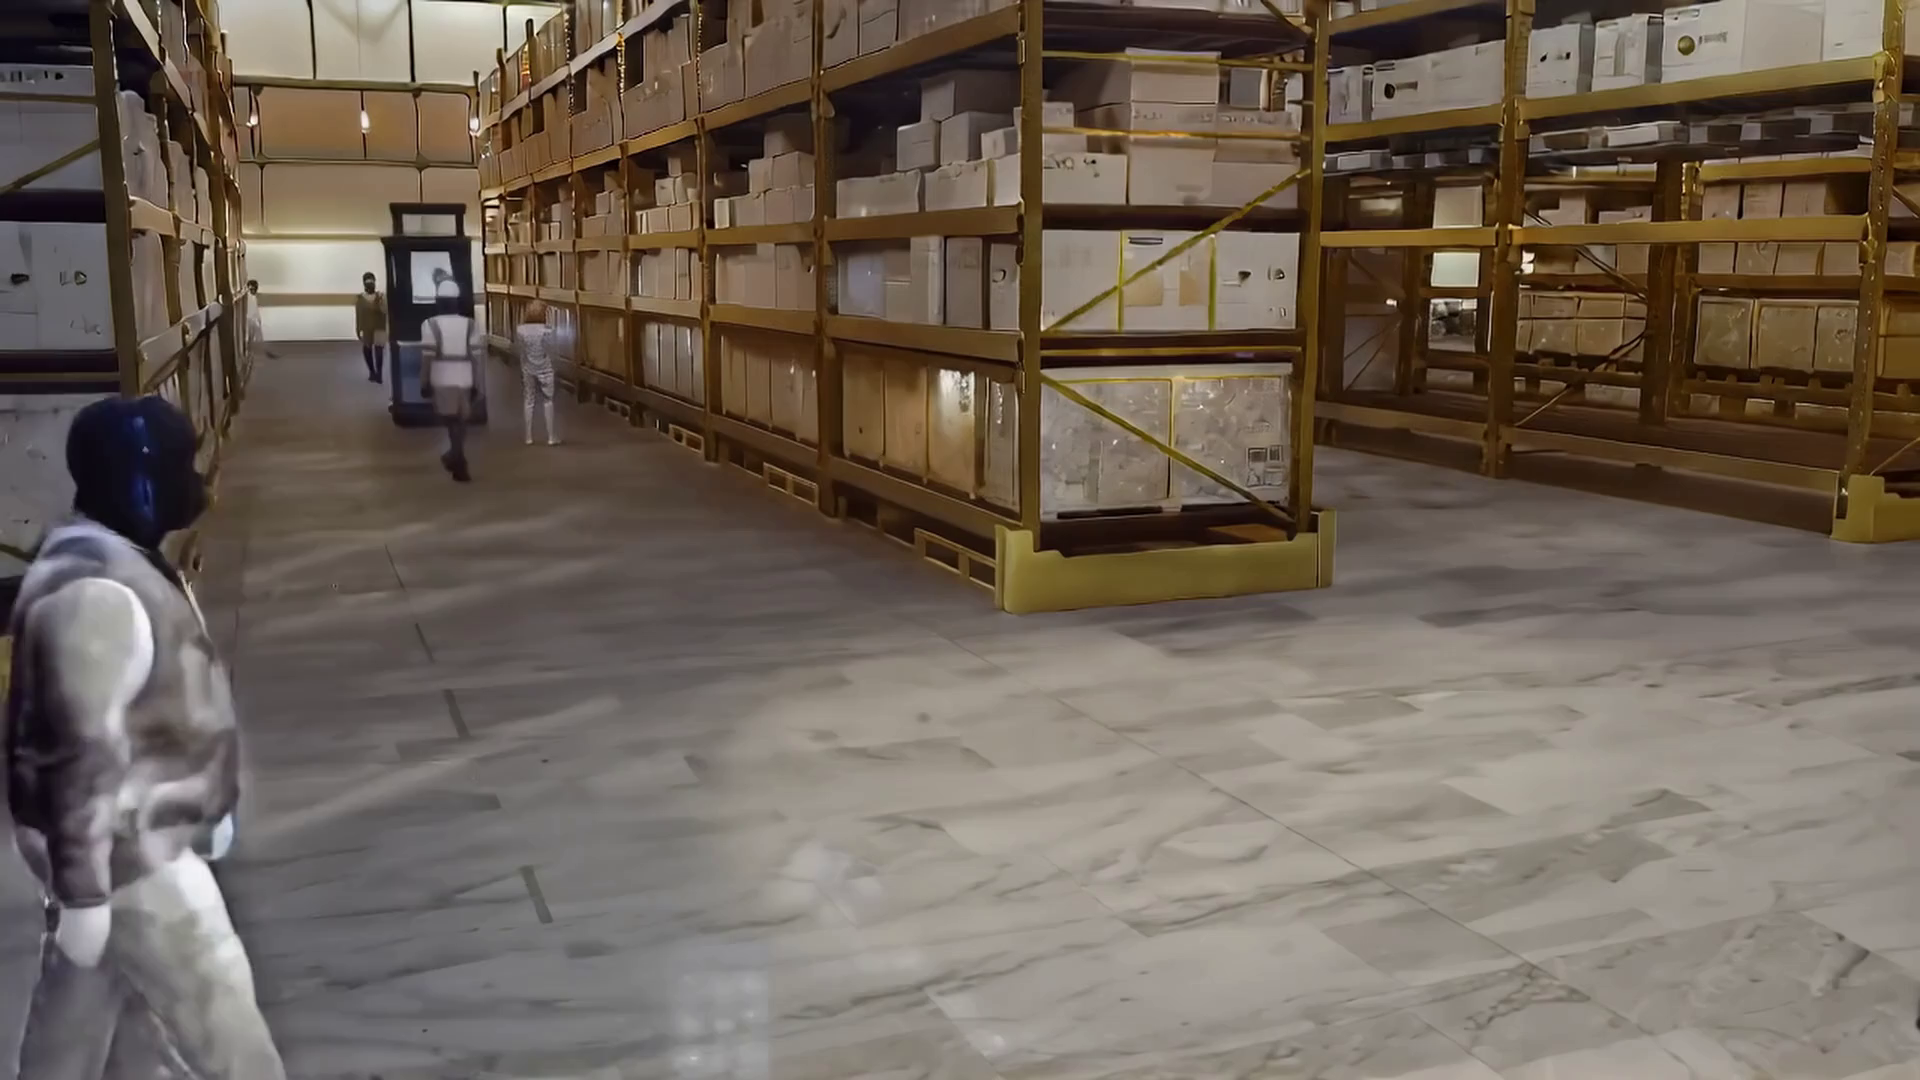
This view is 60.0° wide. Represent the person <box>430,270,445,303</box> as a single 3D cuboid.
[{"bbox_3d":[-11.361,-4.914,36.234,1.003,1.889,0.635,-3,10,-19],"label":"person"}]

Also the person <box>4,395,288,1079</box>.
[{"bbox_3d":[-1.607,0.604,3.466,0.904,1.797,0.651,-4,10,-23],"label":"person"}]

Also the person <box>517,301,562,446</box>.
[{"bbox_3d":[-4.780,-1.882,18.870,0.509,1.635,0.309,2,10,13],"label":"person"}]

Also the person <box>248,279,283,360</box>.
[{"bbox_3d":[-14.749,-4.615,34.936,0.882,1.718,0.550,-3,10,-18],"label":"person"}]

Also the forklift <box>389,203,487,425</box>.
[{"bbox_3d":[-6.838,-2.960,21.596,1.129,2.768,1.873,-4,10,-22],"label":"forklift"}]

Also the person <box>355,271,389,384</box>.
[{"bbox_3d":[-10.093,-3.652,28.619,0.563,1.924,0.523,-2,10,-12],"label":"person"}]

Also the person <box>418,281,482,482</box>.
[{"bbox_3d":[-4.915,-1.527,15.981,0.550,1.883,0.963,-7,12,-36],"label":"person"}]
